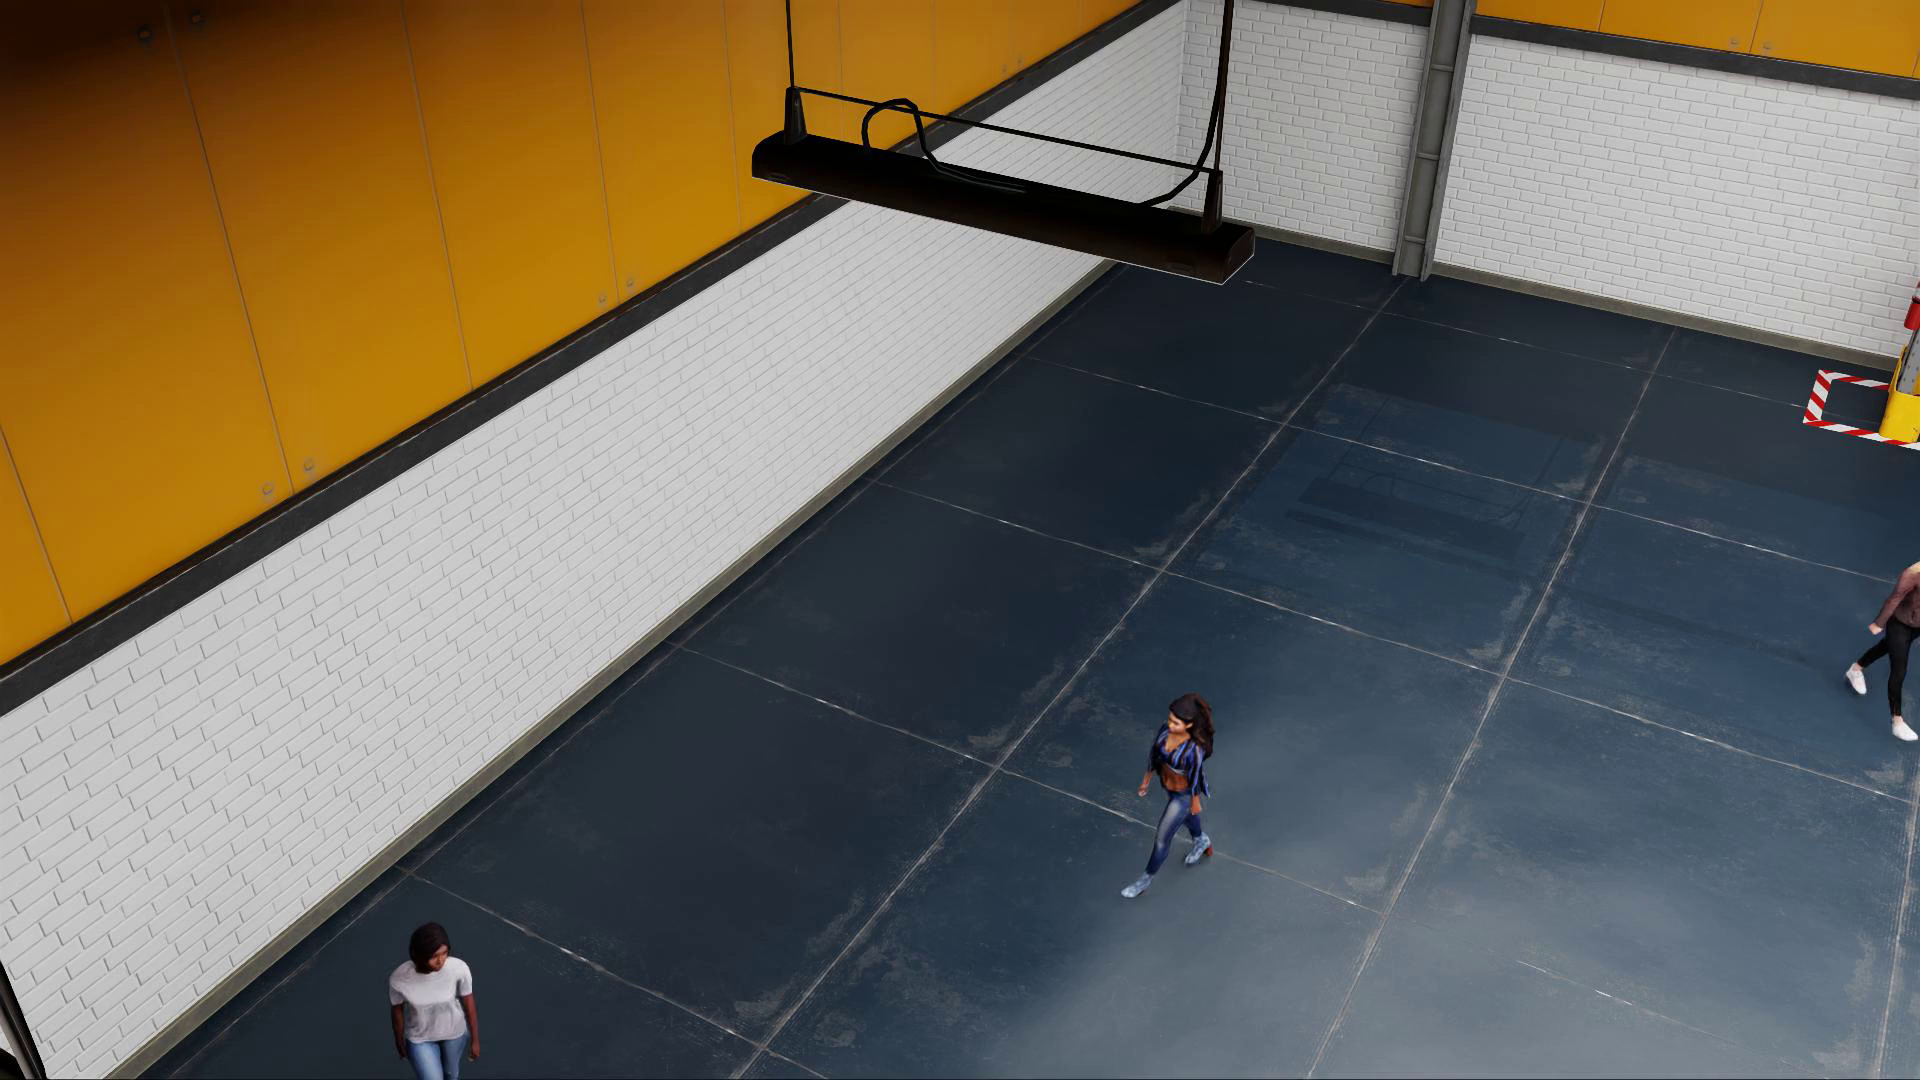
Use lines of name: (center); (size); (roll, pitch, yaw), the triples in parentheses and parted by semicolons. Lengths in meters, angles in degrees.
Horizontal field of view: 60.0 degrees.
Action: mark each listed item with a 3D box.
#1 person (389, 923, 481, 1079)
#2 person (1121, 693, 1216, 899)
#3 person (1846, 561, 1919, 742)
person: (-2.967, 2.756, 9.345); (0.839, 1.690, 0.915); (-8, 34, -11)
person: (1.512, 1.655, 11.111); (1.011, 1.569, 1.075); (-17, 37, -24)
person: (7.135, 0.618, 12.614); (1.148, 1.633, 1.123); (-3, 34, -5)
